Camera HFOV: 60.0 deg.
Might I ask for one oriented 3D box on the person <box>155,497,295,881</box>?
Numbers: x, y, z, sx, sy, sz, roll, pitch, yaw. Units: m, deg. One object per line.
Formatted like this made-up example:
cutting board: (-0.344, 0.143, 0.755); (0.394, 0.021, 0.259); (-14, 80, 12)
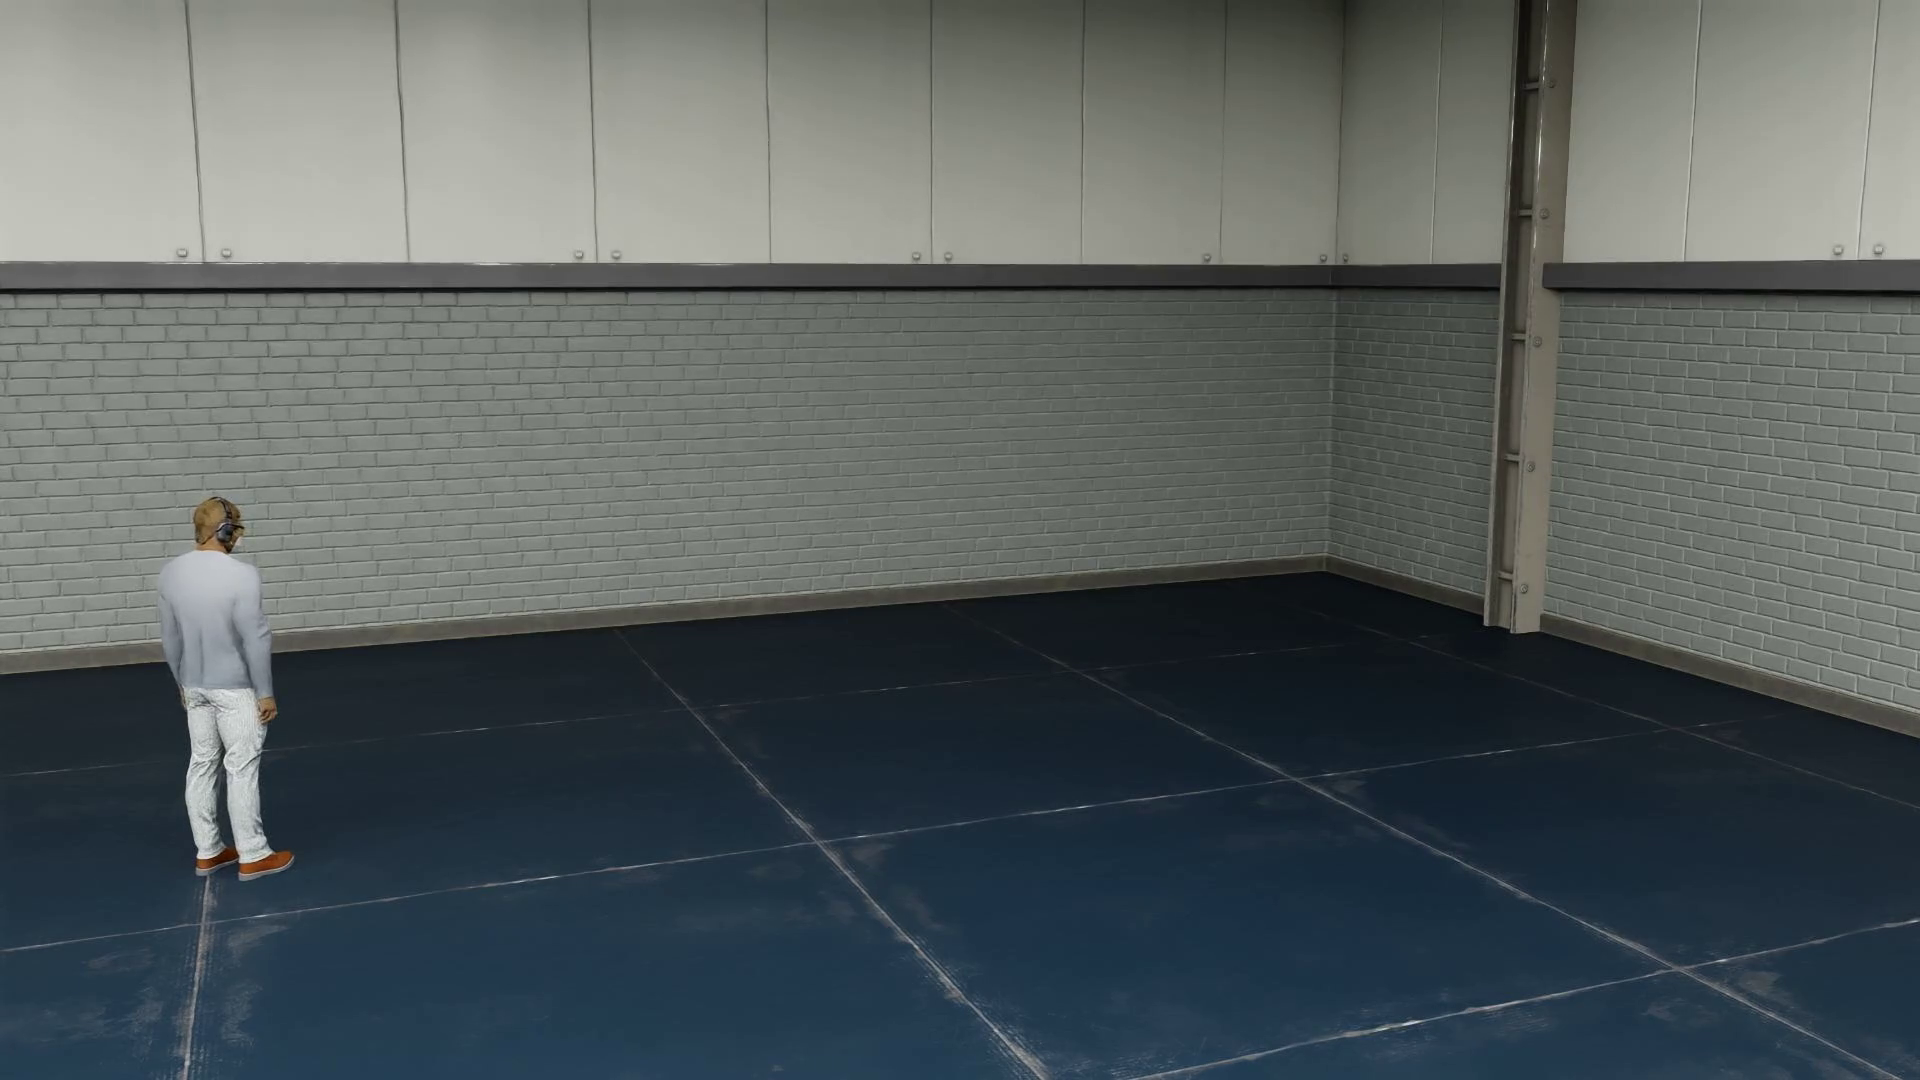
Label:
person: (-3.703, 0.748, 8.361); (0.627, 1.934, 0.370); (3, 10, 20)
